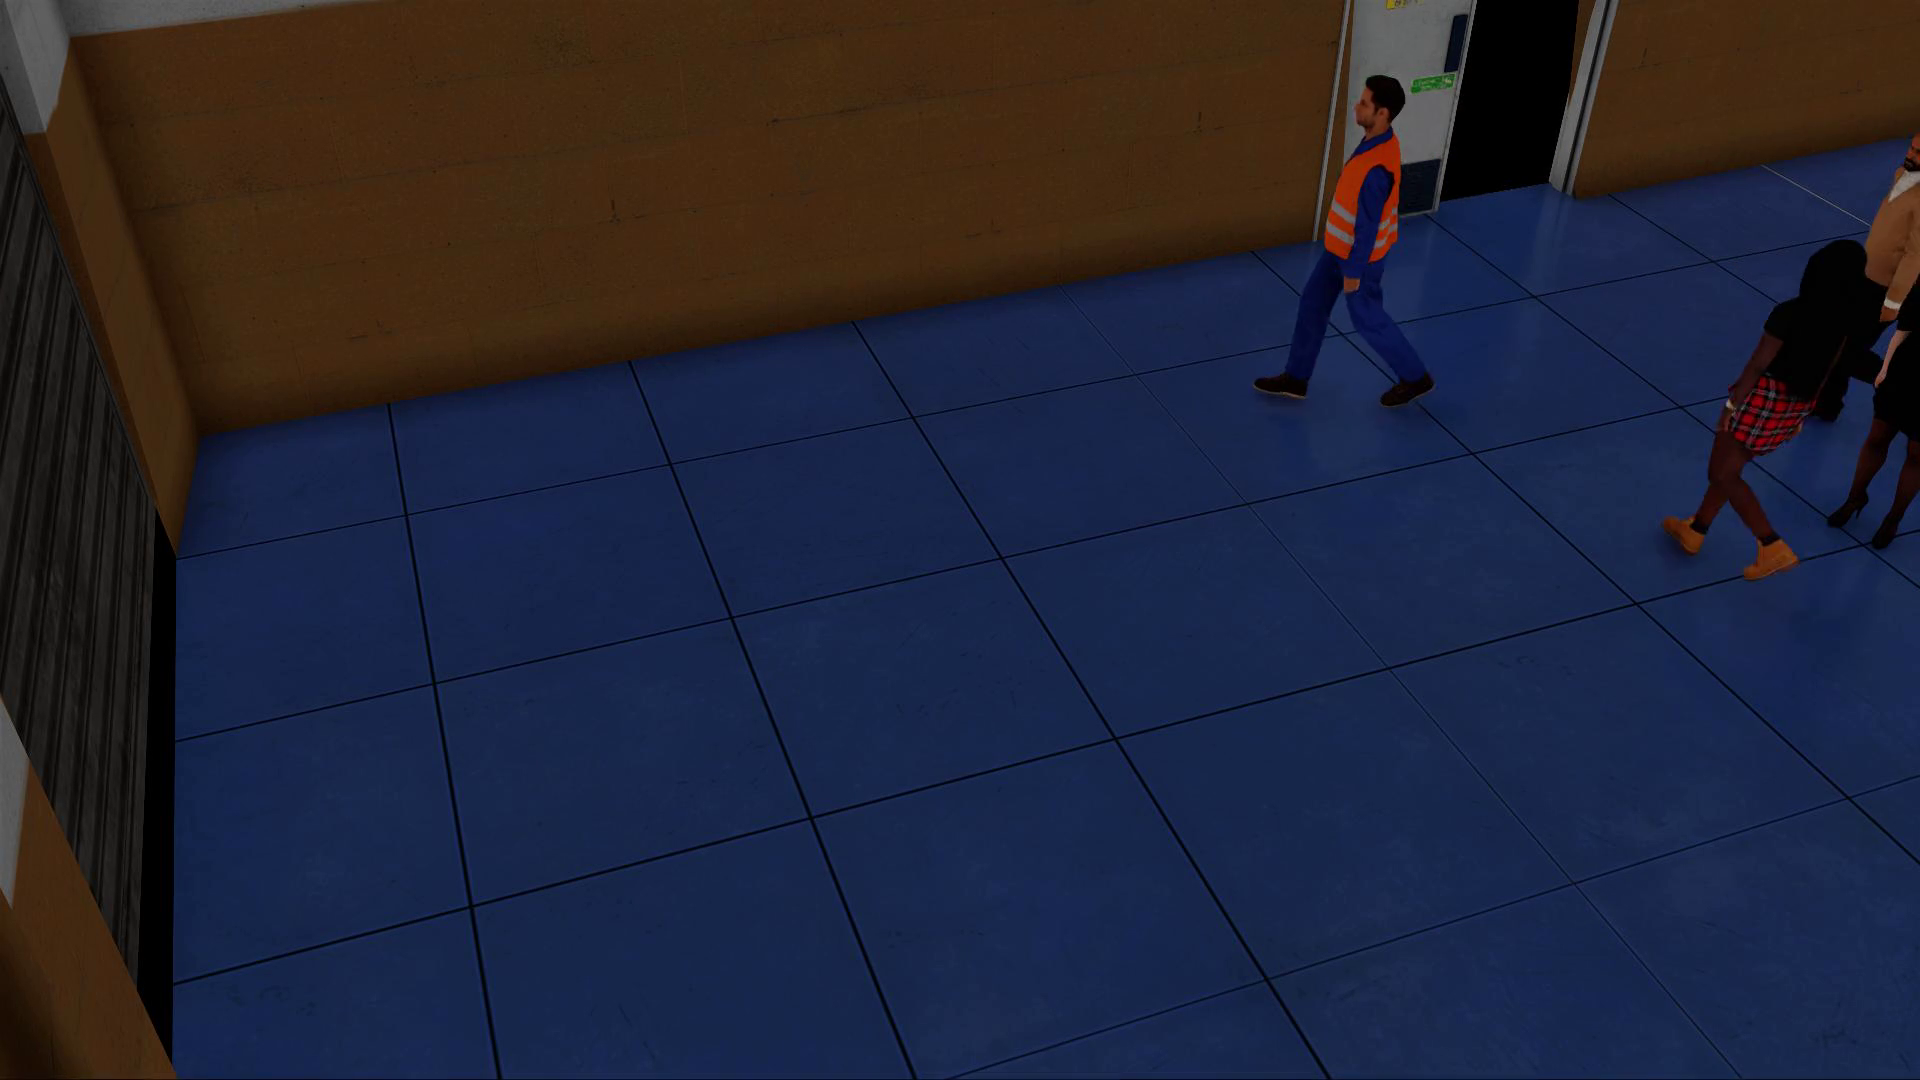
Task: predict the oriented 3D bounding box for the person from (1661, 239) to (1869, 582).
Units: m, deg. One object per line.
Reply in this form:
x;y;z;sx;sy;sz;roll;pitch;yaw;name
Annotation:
3.668;-0.507;7.426;0.688;1.680;0.989;-21;41;-25;person

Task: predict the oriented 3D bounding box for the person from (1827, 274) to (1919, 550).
4.465;-0.730;7.687;0.699;1.706;0.531;-24;43;-29;person

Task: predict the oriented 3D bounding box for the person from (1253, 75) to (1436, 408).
2.141;-1.460;8.572;1.107;1.827;1.241;3;37;4;person

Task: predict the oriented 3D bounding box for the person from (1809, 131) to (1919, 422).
4.757;-1.282;8.411;0.974;1.736;0.949;9;38;11;person
